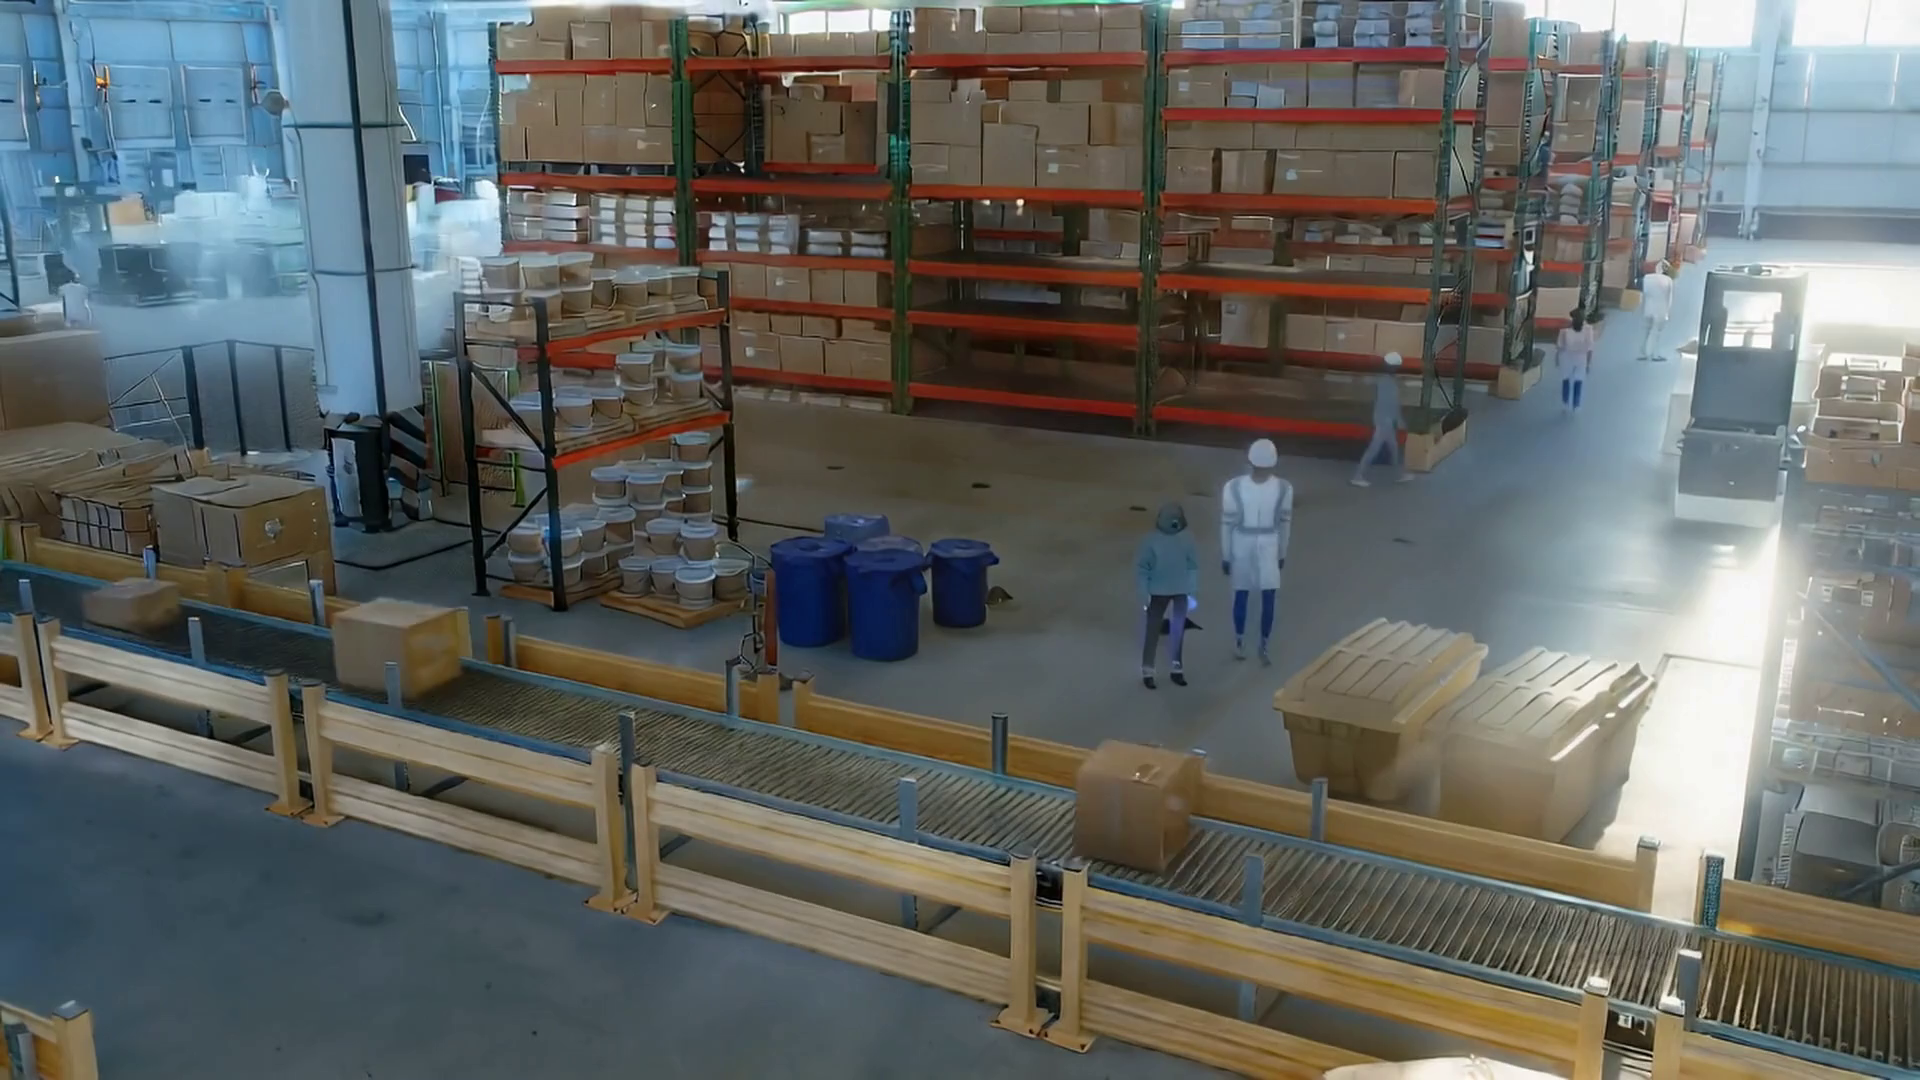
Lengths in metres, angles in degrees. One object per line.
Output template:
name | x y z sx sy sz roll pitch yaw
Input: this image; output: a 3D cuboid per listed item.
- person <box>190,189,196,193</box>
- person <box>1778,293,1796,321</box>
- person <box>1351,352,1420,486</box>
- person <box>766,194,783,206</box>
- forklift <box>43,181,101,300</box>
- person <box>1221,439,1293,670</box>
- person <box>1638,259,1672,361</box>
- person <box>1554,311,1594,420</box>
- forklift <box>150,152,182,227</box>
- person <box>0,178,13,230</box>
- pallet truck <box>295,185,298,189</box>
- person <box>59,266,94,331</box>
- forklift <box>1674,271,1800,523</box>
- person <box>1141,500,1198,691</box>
person | -25.303 -10.618 54.926 0.641 1.897 1.010 6 16 23
person | 15.636 -4.243 31.461 0.287 1.626 0.497 3 15 13
person | 5.421 -1.519 21.036 0.932 1.708 0.539 -1 15 -4
person | -6.064 -10.549 54.804 0.628 1.816 0.781 2 15 6
forklift | -21.550 -7.367 40.795 1.873 2.768 1.129 8 17 28
person | 2.537 0.121 14.300 0.610 2.016 0.794 1 15 3
person | 13.055 -4.304 31.167 0.399 1.899 0.646 -8 17 -28
person | 9.468 -2.723 25.695 0.546 1.648 0.883 6 16 21
forklift | -29.895 -13.215 62.780 1.873 2.768 1.129 8 17 28
person | -35.602 -12.518 61.989 0.593 1.922 0.383 0 15 1
pallet truck | -26.804 -14.617 69.738 1.885 1.965 0.823 -14 20 -42
person | -16.078 -4.040 30.258 0.552 1.854 0.516 -2 15 -7
forklift | 9.269 -1.763 19.726 1.129 2.768 1.873 8 17 27
person | 1.734 0.452 13.811 0.497 1.626 0.287 -5 16 -17
